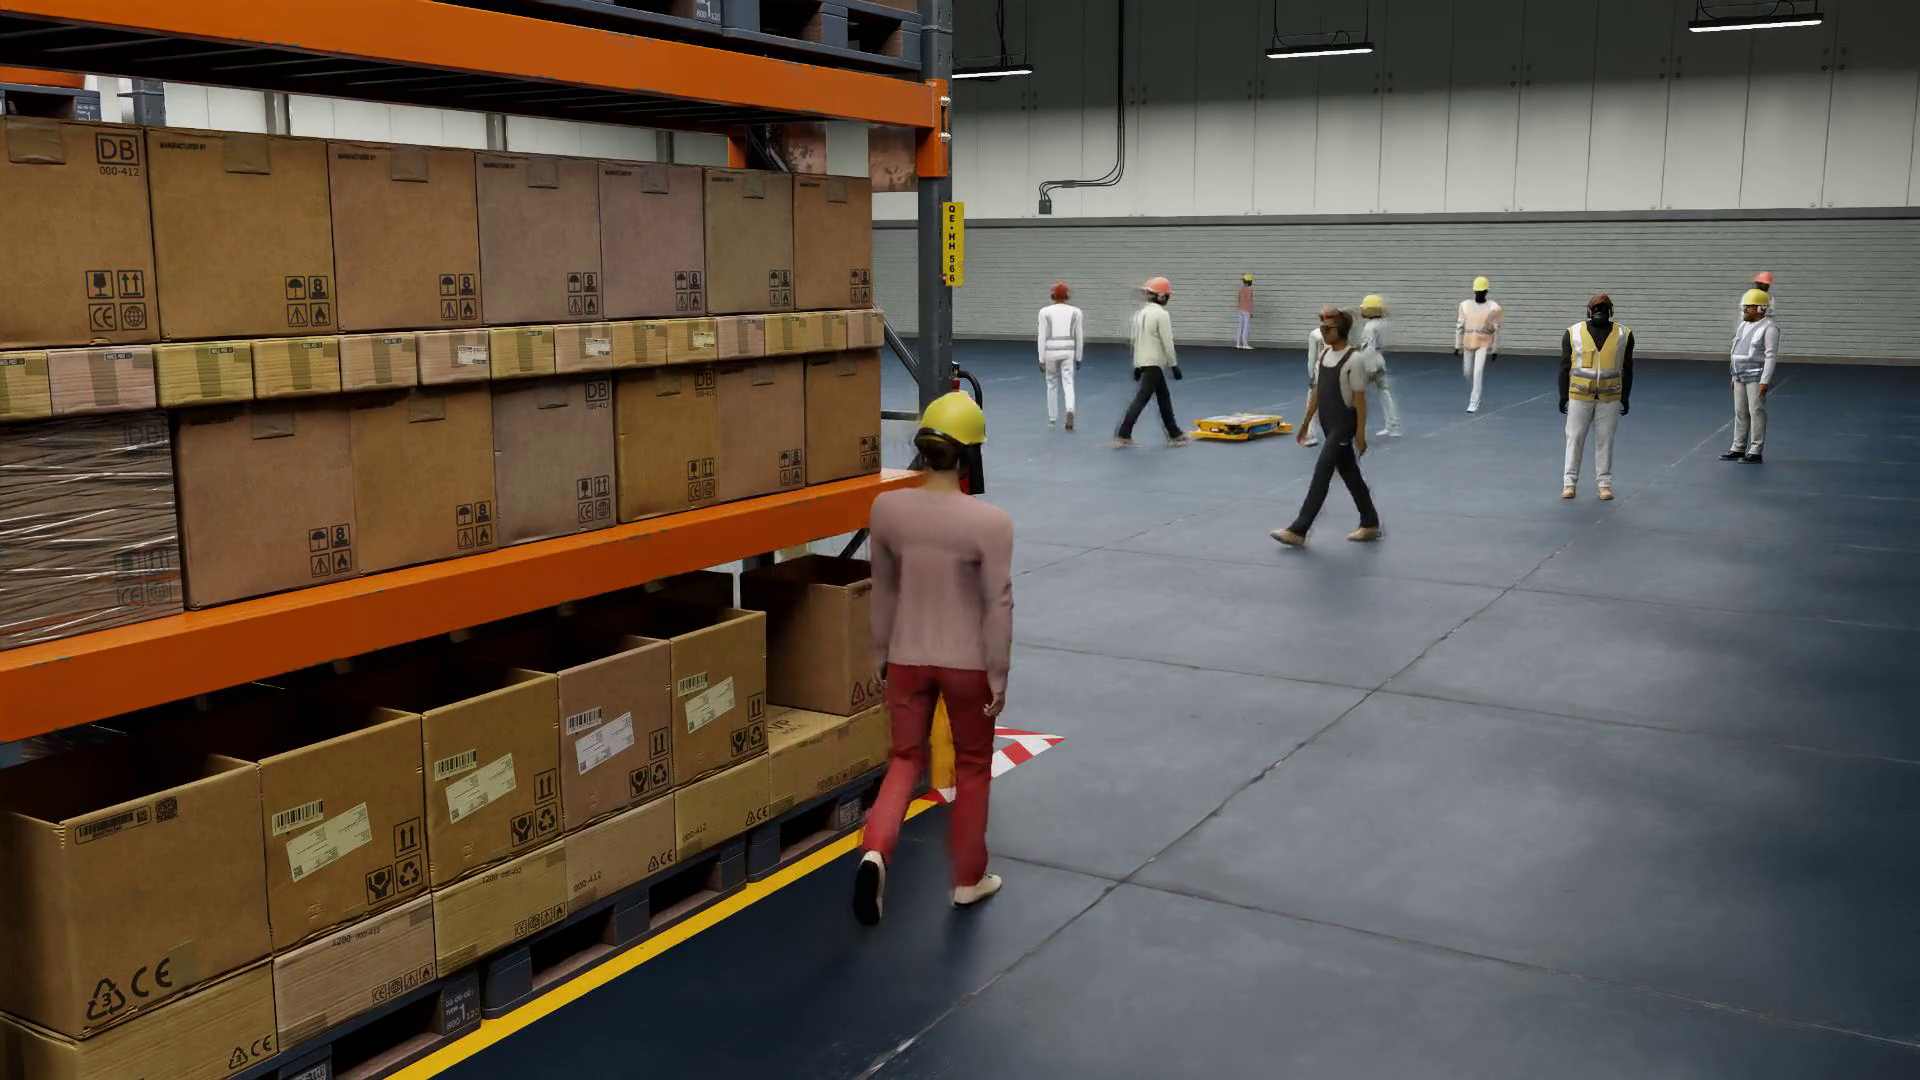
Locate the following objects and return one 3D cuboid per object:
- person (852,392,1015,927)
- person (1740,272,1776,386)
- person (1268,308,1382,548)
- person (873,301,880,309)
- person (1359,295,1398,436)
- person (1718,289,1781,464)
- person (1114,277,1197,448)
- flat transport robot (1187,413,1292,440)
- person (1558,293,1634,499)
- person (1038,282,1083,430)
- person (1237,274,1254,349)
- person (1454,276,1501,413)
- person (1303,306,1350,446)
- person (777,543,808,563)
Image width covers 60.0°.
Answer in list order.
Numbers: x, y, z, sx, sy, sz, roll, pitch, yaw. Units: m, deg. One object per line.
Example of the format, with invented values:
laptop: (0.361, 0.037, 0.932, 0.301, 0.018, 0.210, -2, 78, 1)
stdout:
person: (-0.087, 0.398, 5.365, 0.528, 1.743, 0.659, 4, 11, 23)
person: (13.176, -3.430, 27.306, 0.571, 1.904, 0.802, -3, 10, -15)
person: (2.815, -0.837, 12.493, 1.016, 1.794, 0.513, -3, 10, -15)
person: (-1.600, -3.461, 28.354, 0.505, 1.617, 0.365, 0, 10, -3)
person: (4.945, -2.112, 20.217, 0.901, 1.698, 0.493, 7, 12, 34)
person: (8.321, -1.720, 17.515, 0.404, 1.833, 0.592, -2, 10, -11)
person: (2.211, -2.001, 18.896, 1.047, 1.943, 0.600, -3, 10, -15)
flat transport robot: (3.390, -1.377, 20.078, 0.652, 0.197, 1.431, 8, 12, 38)
person: (5.693, -1.282, 14.927, 0.633, 1.843, 0.429, 3, 10, 15)
person: (1.273, -2.310, 20.908, 0.576, 1.861, 0.845, -1, 10, -6)
person: (6.705, -5.344, 38.937, 0.330, 1.765, 0.533, -4, 10, -22)
person: (7.309, -2.761, 23.419, 0.591, 1.903, 0.829, 7, 12, 35)
person: (4.148, -1.828, 18.792, 0.536, 1.620, 0.606, -1, 10, -8)
person: (-1.192, -0.489, 10.904, 0.425, 1.618, 0.522, -2, 10, -9)
